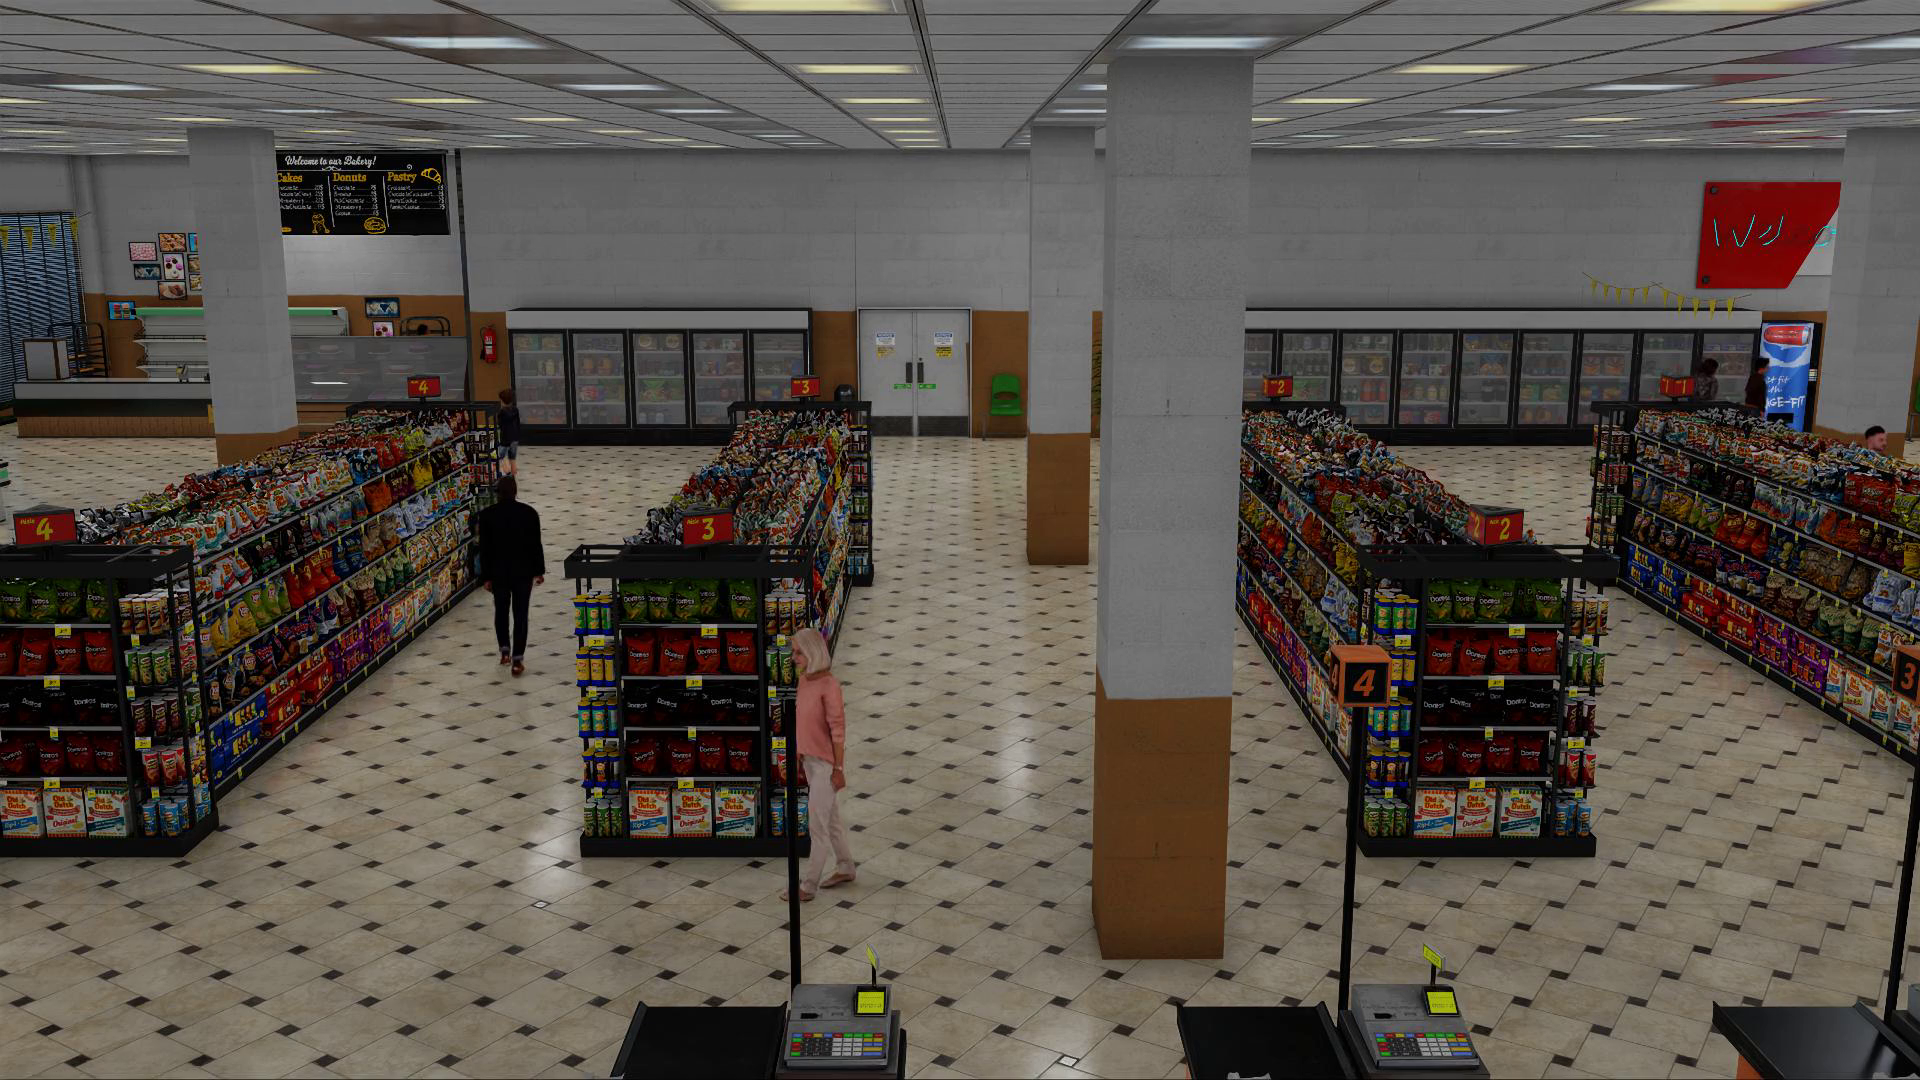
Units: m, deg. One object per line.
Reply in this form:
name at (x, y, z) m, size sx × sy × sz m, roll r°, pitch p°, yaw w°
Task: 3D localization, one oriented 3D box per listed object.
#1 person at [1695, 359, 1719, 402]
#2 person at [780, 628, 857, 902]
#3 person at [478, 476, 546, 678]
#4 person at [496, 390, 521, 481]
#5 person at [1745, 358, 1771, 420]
person at (11.657, -1.988, 26.255) m, size 0.928 × 1.681 × 1.131 m, roll -4°, pitch 13°, yaw -20°
person at (-0.806, 1.401, 10.288) m, size 0.908 × 1.629 × 0.889 m, roll -8°, pitch 14°, yaw -34°
person at (-4.027, 0.341, 14.899) m, size 0.741 × 1.804 × 0.704 m, roll -2°, pitch 12°, yaw -8°
person at (-6.598, -1.471, 24.382) m, size 0.723 × 1.441 × 0.660 m, roll 10°, pitch 16°, yaw 41°
person at (12.377, -1.983, 26.033) m, size 0.846 × 1.763 × 0.487 m, roll -3°, pitch 12°, yaw -12°
